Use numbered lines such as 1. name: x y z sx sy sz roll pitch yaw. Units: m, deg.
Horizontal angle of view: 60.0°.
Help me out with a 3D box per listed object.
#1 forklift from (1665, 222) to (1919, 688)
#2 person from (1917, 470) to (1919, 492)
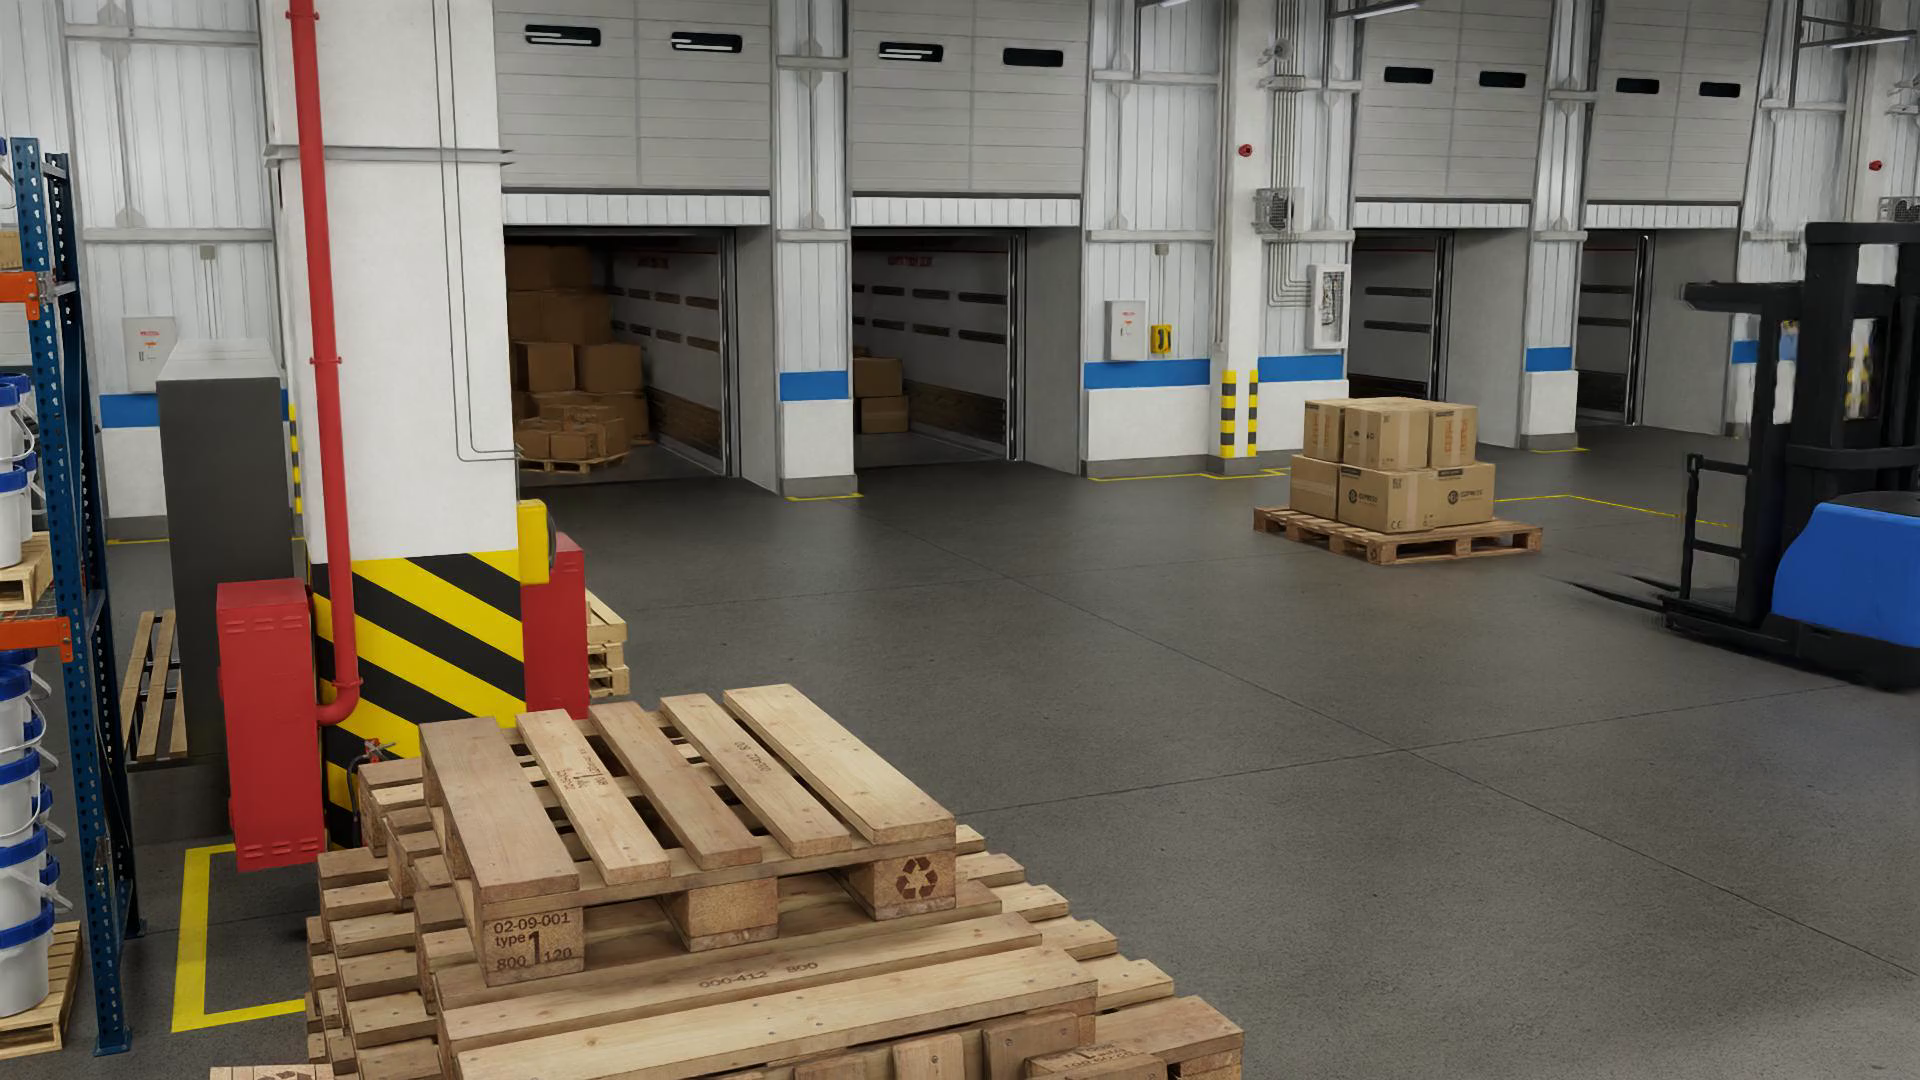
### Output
1. forklift: 5.764 -0.627 10.644 1.129 2.768 1.873 -4 11 -23
2. person: 9.170 -0.971 15.803 0.391 1.686 0.567 3 11 16
